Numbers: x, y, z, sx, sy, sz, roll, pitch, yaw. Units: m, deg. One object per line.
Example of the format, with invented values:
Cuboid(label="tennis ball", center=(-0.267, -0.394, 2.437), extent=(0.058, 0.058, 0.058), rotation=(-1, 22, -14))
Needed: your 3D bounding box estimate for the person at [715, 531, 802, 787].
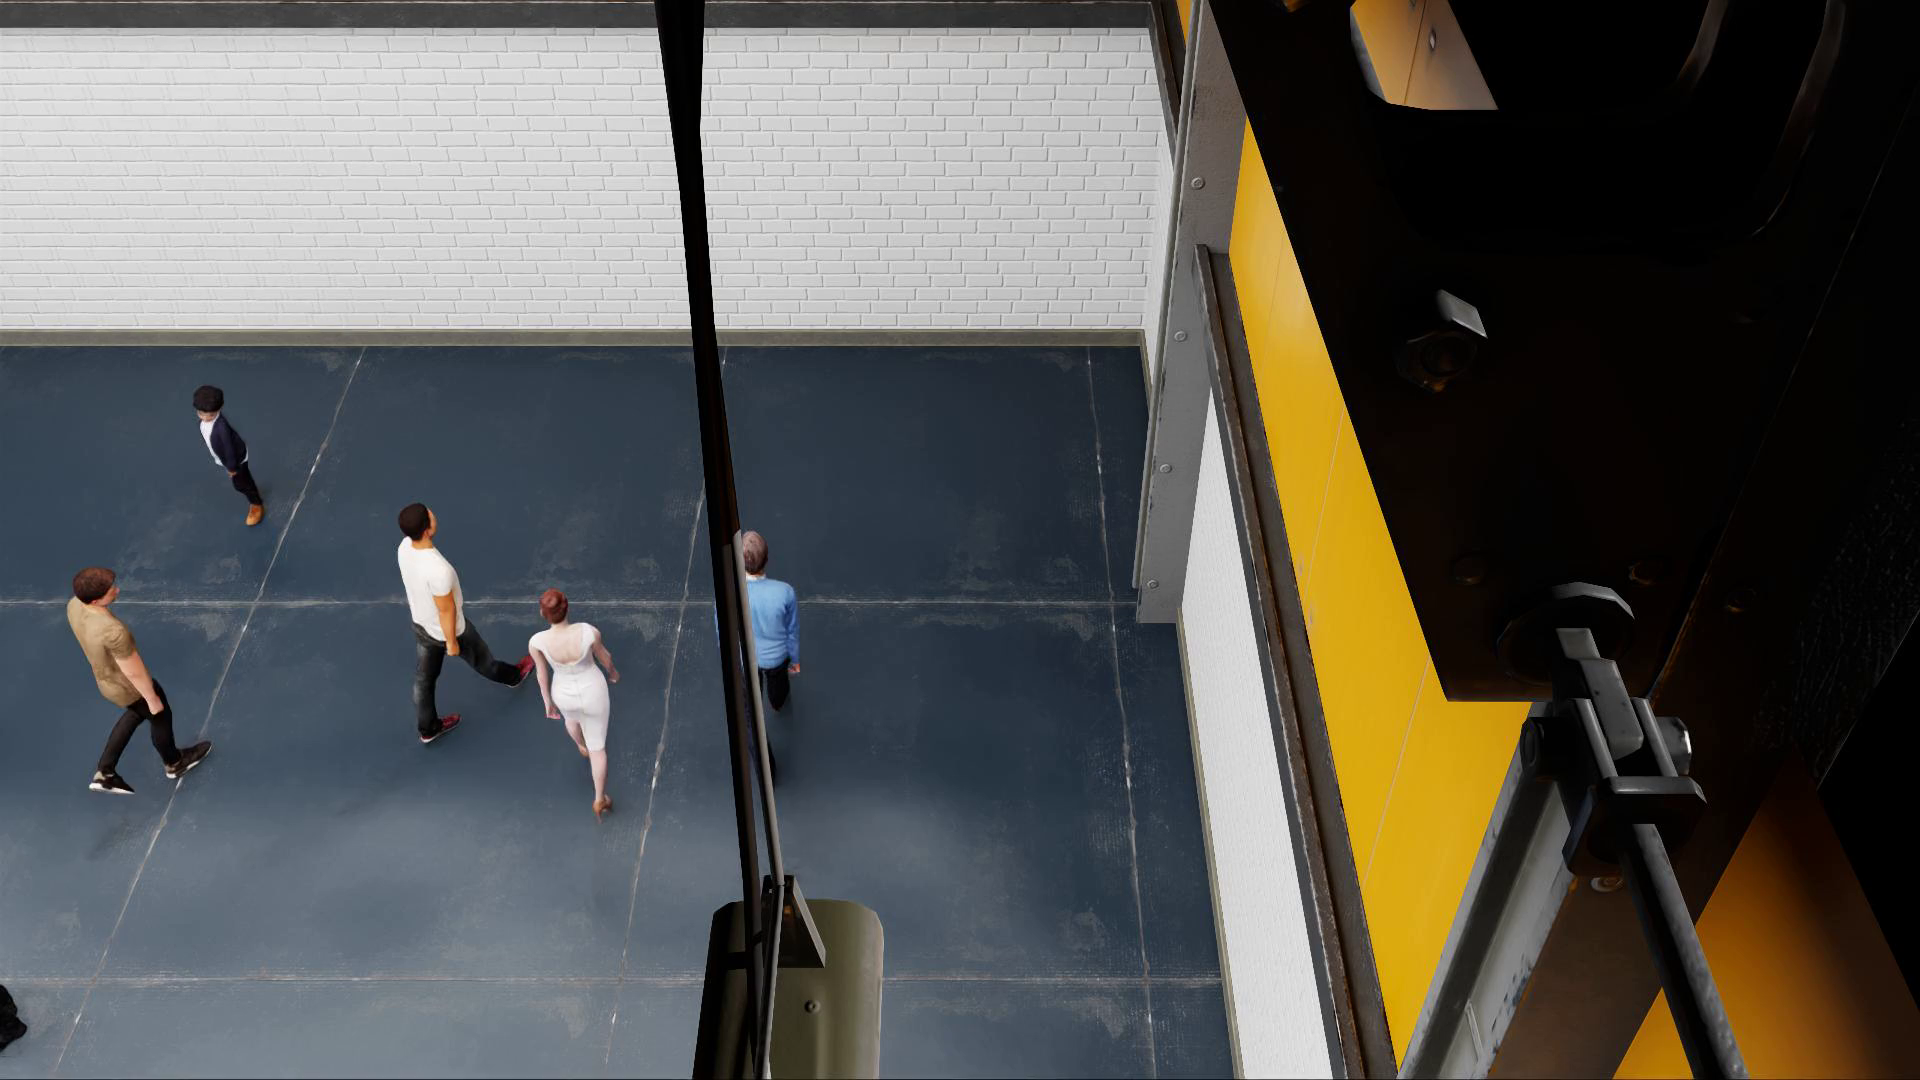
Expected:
Cuboid(label="person", center=(-1.218, 0.742, 10.051), extent=(0.748, 1.770, 1.179), rotation=(-4, 44, -4))

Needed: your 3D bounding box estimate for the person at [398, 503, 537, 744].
Cuboid(label="person", center=(-3.278, 0.564, 10.244), extent=(1.099, 1.761, 1.212), rotation=(31, 52, 29))

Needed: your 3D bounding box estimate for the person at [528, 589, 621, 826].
Cuboid(label="person", center=(-2.229, 1.015, 9.764), extent=(0.648, 1.771, 0.893), rotation=(-4, 44, -4))

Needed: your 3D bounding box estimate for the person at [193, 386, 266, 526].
Cuboid(label="person", center=(-5.243, -0.673, 11.943), extent=(0.747, 1.210, 0.632), rotation=(-18, 47, -18))

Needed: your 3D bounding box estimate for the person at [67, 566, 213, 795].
Cuboid(label="person", center=(-5.005, 0.899, 9.851), extent=(1.015, 1.819, 1.110), rotation=(27, 50, 25))
